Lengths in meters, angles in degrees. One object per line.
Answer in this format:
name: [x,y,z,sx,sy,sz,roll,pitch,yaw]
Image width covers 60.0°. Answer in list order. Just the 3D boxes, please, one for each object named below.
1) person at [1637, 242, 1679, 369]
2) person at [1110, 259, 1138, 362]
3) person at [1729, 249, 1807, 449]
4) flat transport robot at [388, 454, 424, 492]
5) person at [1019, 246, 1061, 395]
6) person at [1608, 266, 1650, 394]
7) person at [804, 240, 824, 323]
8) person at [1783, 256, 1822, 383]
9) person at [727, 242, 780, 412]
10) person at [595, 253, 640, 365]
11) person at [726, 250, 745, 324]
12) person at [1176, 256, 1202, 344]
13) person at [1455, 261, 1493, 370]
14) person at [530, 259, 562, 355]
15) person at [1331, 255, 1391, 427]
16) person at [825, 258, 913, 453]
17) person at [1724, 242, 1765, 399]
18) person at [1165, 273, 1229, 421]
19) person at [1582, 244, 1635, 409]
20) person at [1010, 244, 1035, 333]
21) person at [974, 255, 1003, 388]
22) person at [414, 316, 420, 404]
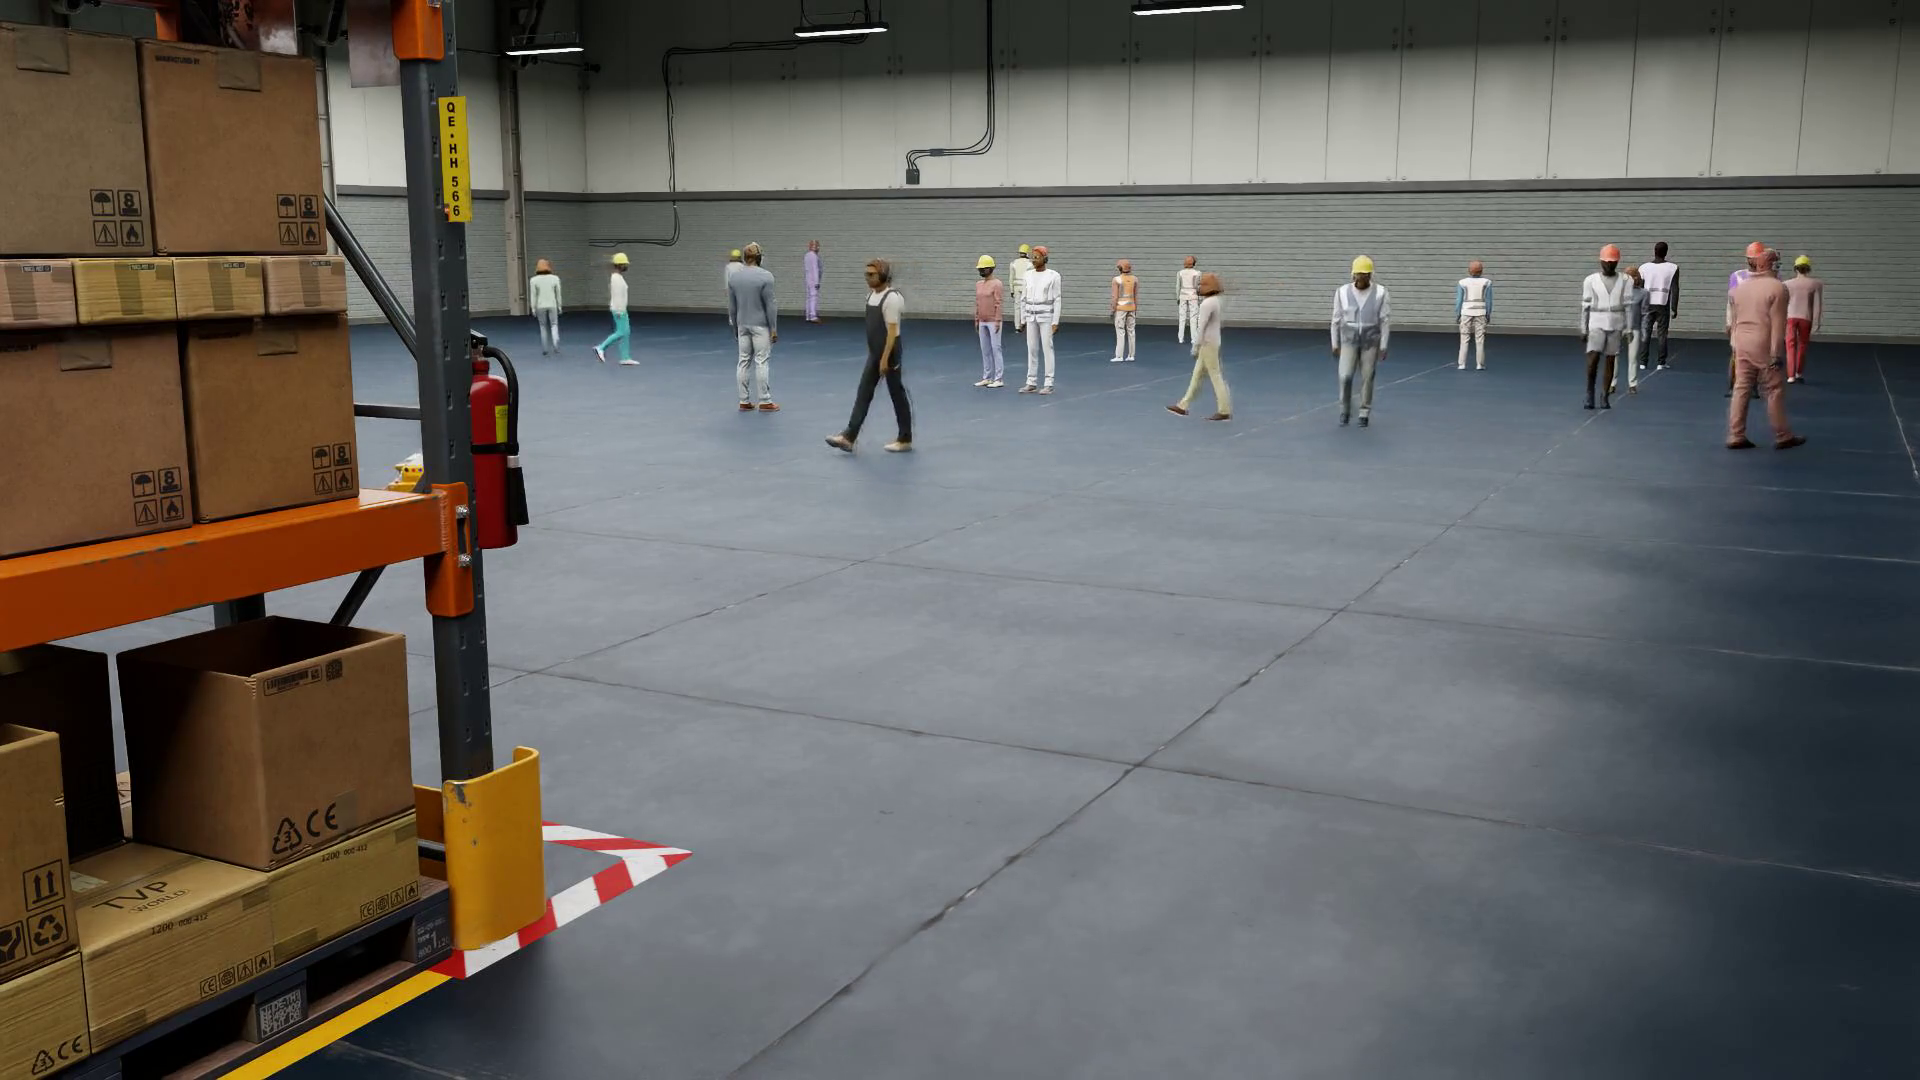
person: [10.565,-3.546,25.207,0.597,1.920,0.379,7,13,34]
person: [2.630,-3.658,26.594,0.512,1.638,0.307,-7,12,-33]
person: [7.672,-1.798,15.760,0.767,1.881,0.678,-4,11,-20]
flat transport robot: [-4.154,-0.575,13.506,0.652,0.197,1.431,-1,10,-7]
person: [1.013,-2.799,21.239,0.584,1.882,0.349,7,13,34]
person: [8.529,-2.678,21.261,0.498,1.632,0.280,4,11,23]
person: [-3.374,-5.985,38.548,0.400,1.907,0.644,-4,11,-22]
person: [11.559,-3.041,22.966,0.551,1.717,0.882,4,11,21]
person: [-2.361,-2.431,19.080,0.631,1.940,0.372,5,12,26]
person: [-5.350,-3.592,25.898,0.574,1.748,0.531,-1,10,-3]
person: [-5.053,-5.710,37.612,0.500,1.699,0.901,3,11,17]
person: [4.283,-4.481,31.074,0.523,1.639,0.306,6,12,28]
person: [7.714,-3.361,24.978,0.541,1.637,0.312,2,11,12]
person: [-6.954,-3.907,27.976,0.527,1.618,0.443,-4,11,-21]
person: [4.215,-2.082,17.526,0.608,1.812,0.497,3,11,14]
person: [-0.811,-1.681,15.349,0.924,1.801,0.542,-7,12,-34]
person: [9.808,-2.715,20.632,0.551,1.935,0.375,3,11,18]
person: [2.605,-2.100,18.179,0.801,1.592,0.523,4,11,20]
person: [7.514,-2.456,19.292,0.565,1.915,0.624,3,11,13]
person: [1.323,-5.190,34.411,0.589,1.835,0.404,4,11,21]
person: [0.370,-2.912,22.202,0.346,1.756,0.518,-9,14,-39]
person: [-6.343,-2.542,19.871,0.333,1.872,0.515,-6,12,-30]
